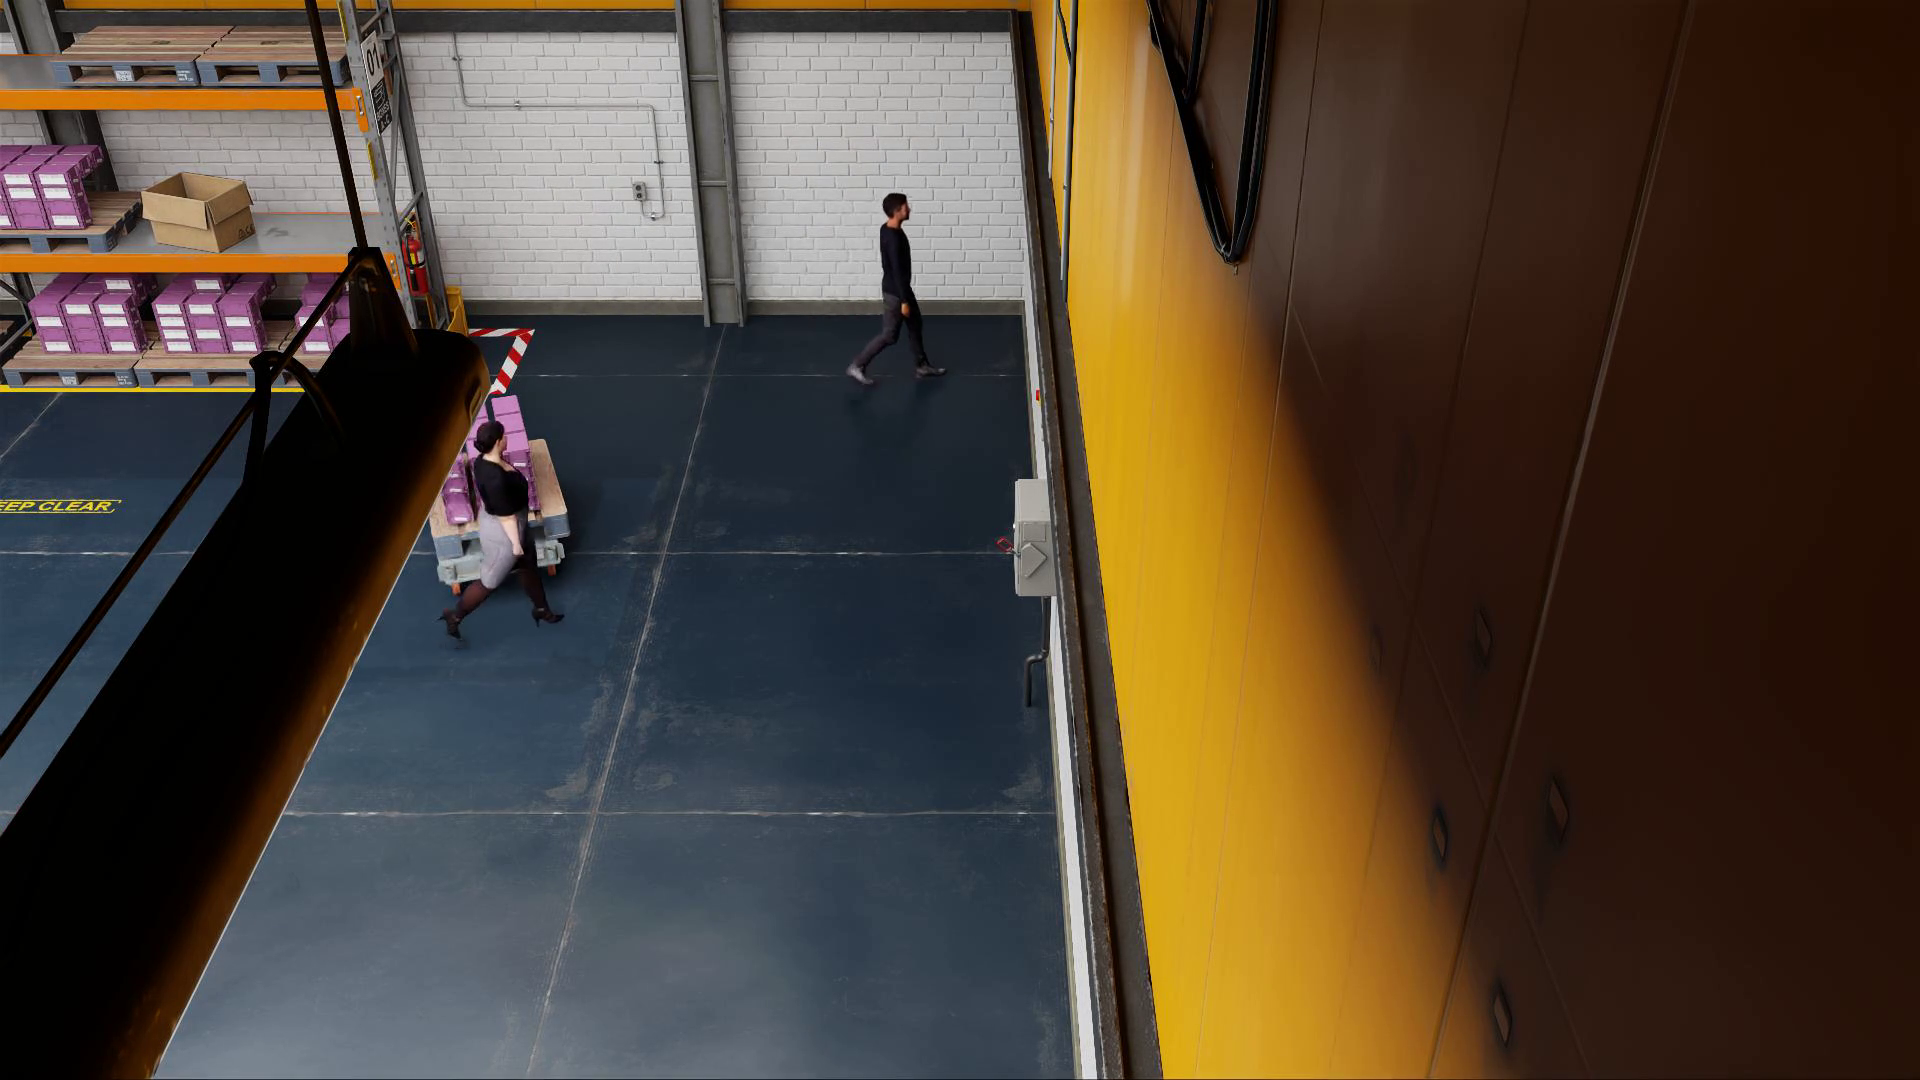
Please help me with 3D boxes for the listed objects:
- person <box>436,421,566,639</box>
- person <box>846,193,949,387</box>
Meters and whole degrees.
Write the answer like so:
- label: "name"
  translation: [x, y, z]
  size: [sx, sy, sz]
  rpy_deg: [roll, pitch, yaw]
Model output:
- label: "person"
  translation: [-3.353, -0.003, 11.837]
  size: [1.226, 1.717, 0.939]
  rpy_deg: [-9, 35, -13]
- label: "person"
  translation: [-0.660, -2.216, 15.063]
  size: [1.198, 1.832, 0.705]
  rpy_deg: [-2, 34, -3]
